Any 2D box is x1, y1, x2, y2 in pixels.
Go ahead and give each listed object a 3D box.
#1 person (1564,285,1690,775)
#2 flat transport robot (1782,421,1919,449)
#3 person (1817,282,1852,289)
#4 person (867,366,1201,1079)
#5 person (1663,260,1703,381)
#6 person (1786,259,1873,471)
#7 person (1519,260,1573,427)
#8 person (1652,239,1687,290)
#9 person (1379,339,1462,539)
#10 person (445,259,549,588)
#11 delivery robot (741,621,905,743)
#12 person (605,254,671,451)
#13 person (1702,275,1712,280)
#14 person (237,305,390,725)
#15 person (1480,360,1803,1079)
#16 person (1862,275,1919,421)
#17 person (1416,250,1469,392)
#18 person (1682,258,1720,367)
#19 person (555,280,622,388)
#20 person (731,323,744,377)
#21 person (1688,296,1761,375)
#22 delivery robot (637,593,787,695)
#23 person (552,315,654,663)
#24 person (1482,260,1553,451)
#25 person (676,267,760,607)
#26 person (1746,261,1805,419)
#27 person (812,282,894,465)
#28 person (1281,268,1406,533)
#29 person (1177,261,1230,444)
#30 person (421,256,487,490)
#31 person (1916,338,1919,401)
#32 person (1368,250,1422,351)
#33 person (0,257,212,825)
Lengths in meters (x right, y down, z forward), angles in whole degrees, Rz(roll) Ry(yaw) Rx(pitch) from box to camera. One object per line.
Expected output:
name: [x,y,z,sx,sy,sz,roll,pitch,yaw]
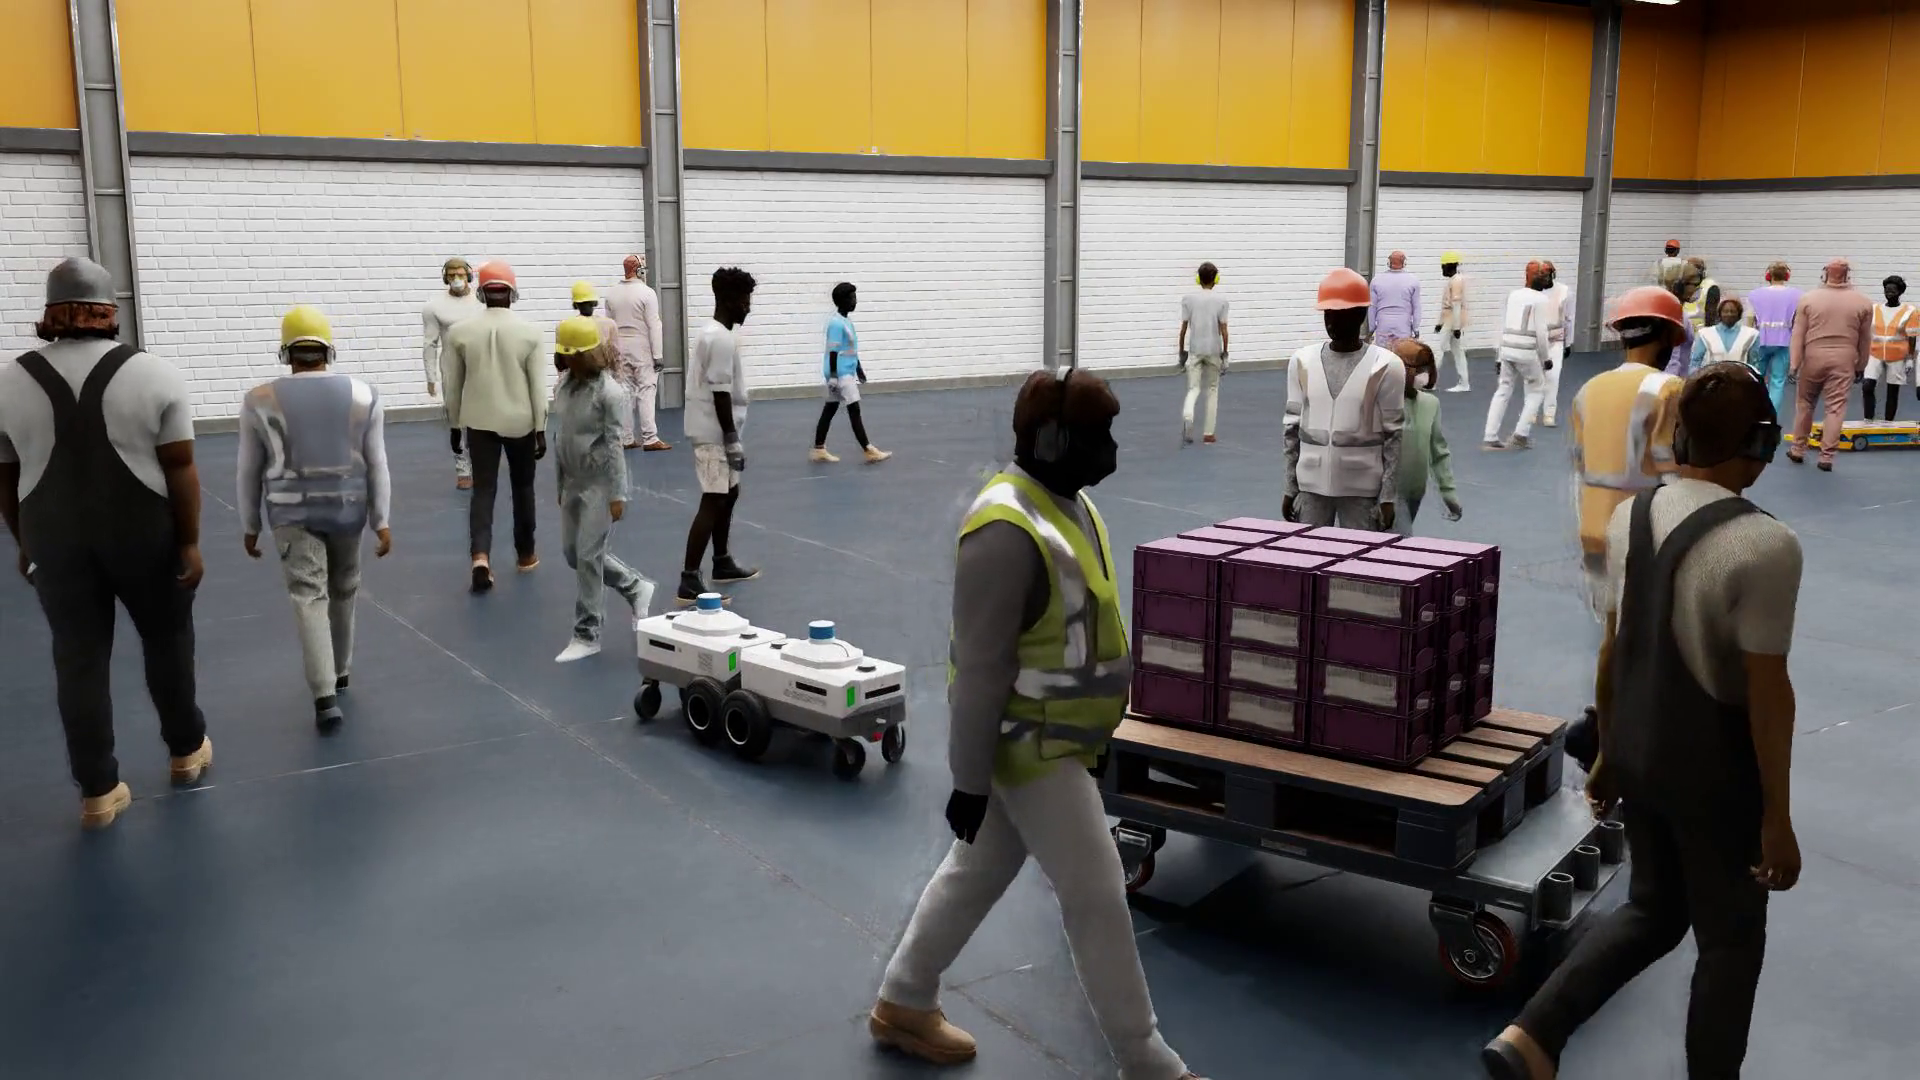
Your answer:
person: [2.496,0.013,6.195,0.552,1.895,0.637,-3,11,-18]
flat transport robot: [9.011,-1.050,16.482,1.431,0.197,0.652,-1,10,-8]
person: [13.247,-3.379,25.224,0.526,1.733,0.853,1,10,7]
person: [0.182,0.473,4.002,0.975,1.788,0.636,3,11,15]
person: [4.768,-0.941,11.379,0.507,1.924,0.635,2,10,9]
person: [7.832,-1.590,15.045,0.679,1.866,0.909,3,11,17]
person: [6.381,-2.145,18.248,0.653,1.811,0.770,3,11,15]
person: [12.897,-4.448,30.257,0.609,2.040,0.395,4,11,19]
person: [2.216,-0.199,8.221,0.511,1.571,0.902,-7,13,-35]
person: [-2.791,-0.707,10.010,0.624,1.960,0.987,-1,10,-6]
delivery robot: [-0.544,0.565,6.595,0.707,0.478,0.477,10,14,43]
person: [-3.131,-1.819,16.210,0.638,1.910,0.407,6,12,30]
person: [13.336,-4.228,30.147,0.512,1.642,0.312,3,11,18]
person: [-2.797,-0.119,7.227,0.607,1.792,0.915,-6,12,-28]
person: [1.518,0.525,3.619,0.617,1.822,0.555,-3,11,-17]
person: [9.460,-1.854,17.002,0.557,1.674,0.592,10,14,42]
person: [6.454,-2.916,22.277,0.889,1.893,0.594,3,11,18]
person: [8.849,-2.521,20.309,0.848,1.811,0.654,-7,12,-32]
person: [-3.006,-1.242,13.542,0.537,1.729,0.699,-4,11,-20]
person: [-2.783,-2.375,20.009,0.279,1.633,0.497,4,11,22]
person: [6.329,-1.226,13.816,0.539,1.586,0.880,4,11,23]
delivery robot: [-1.066,0.470,7.116,0.707,0.478,0.477,10,14,43]
person: [-1.791,-0.271,8.298,0.493,1.711,0.632,8,13,37]
person: [5.409,-1.760,16.050,0.607,1.847,0.584,-4,11,-21]
person: [-1.410,-0.617,9.647,0.560,1.912,0.798,-2,11,-13]
person: [8.647,-2.044,17.688,0.568,1.822,0.651,5,12,27]
person: [-0.986,-1.507,15.156,0.828,1.654,0.549,1,10,3]
person: [1.708,-0.247,7.508,0.547,1.939,0.376,6,12,30]
person: [2.428,-1.851,16.596,0.519,1.840,0.732,4,11,19]
person: [-4.086,-1.368,13.701,0.648,1.919,0.436,-3,11,-16]
person: [8.306,-1.368,13.872,0.600,1.871,1.018,4,11,23]
person: [5.469,-2.680,20.935,0.655,1.905,0.407,4,11,21]
person: [-3.120,-0.043,6.109,0.705,2.000,0.882,-3,11,-15]
